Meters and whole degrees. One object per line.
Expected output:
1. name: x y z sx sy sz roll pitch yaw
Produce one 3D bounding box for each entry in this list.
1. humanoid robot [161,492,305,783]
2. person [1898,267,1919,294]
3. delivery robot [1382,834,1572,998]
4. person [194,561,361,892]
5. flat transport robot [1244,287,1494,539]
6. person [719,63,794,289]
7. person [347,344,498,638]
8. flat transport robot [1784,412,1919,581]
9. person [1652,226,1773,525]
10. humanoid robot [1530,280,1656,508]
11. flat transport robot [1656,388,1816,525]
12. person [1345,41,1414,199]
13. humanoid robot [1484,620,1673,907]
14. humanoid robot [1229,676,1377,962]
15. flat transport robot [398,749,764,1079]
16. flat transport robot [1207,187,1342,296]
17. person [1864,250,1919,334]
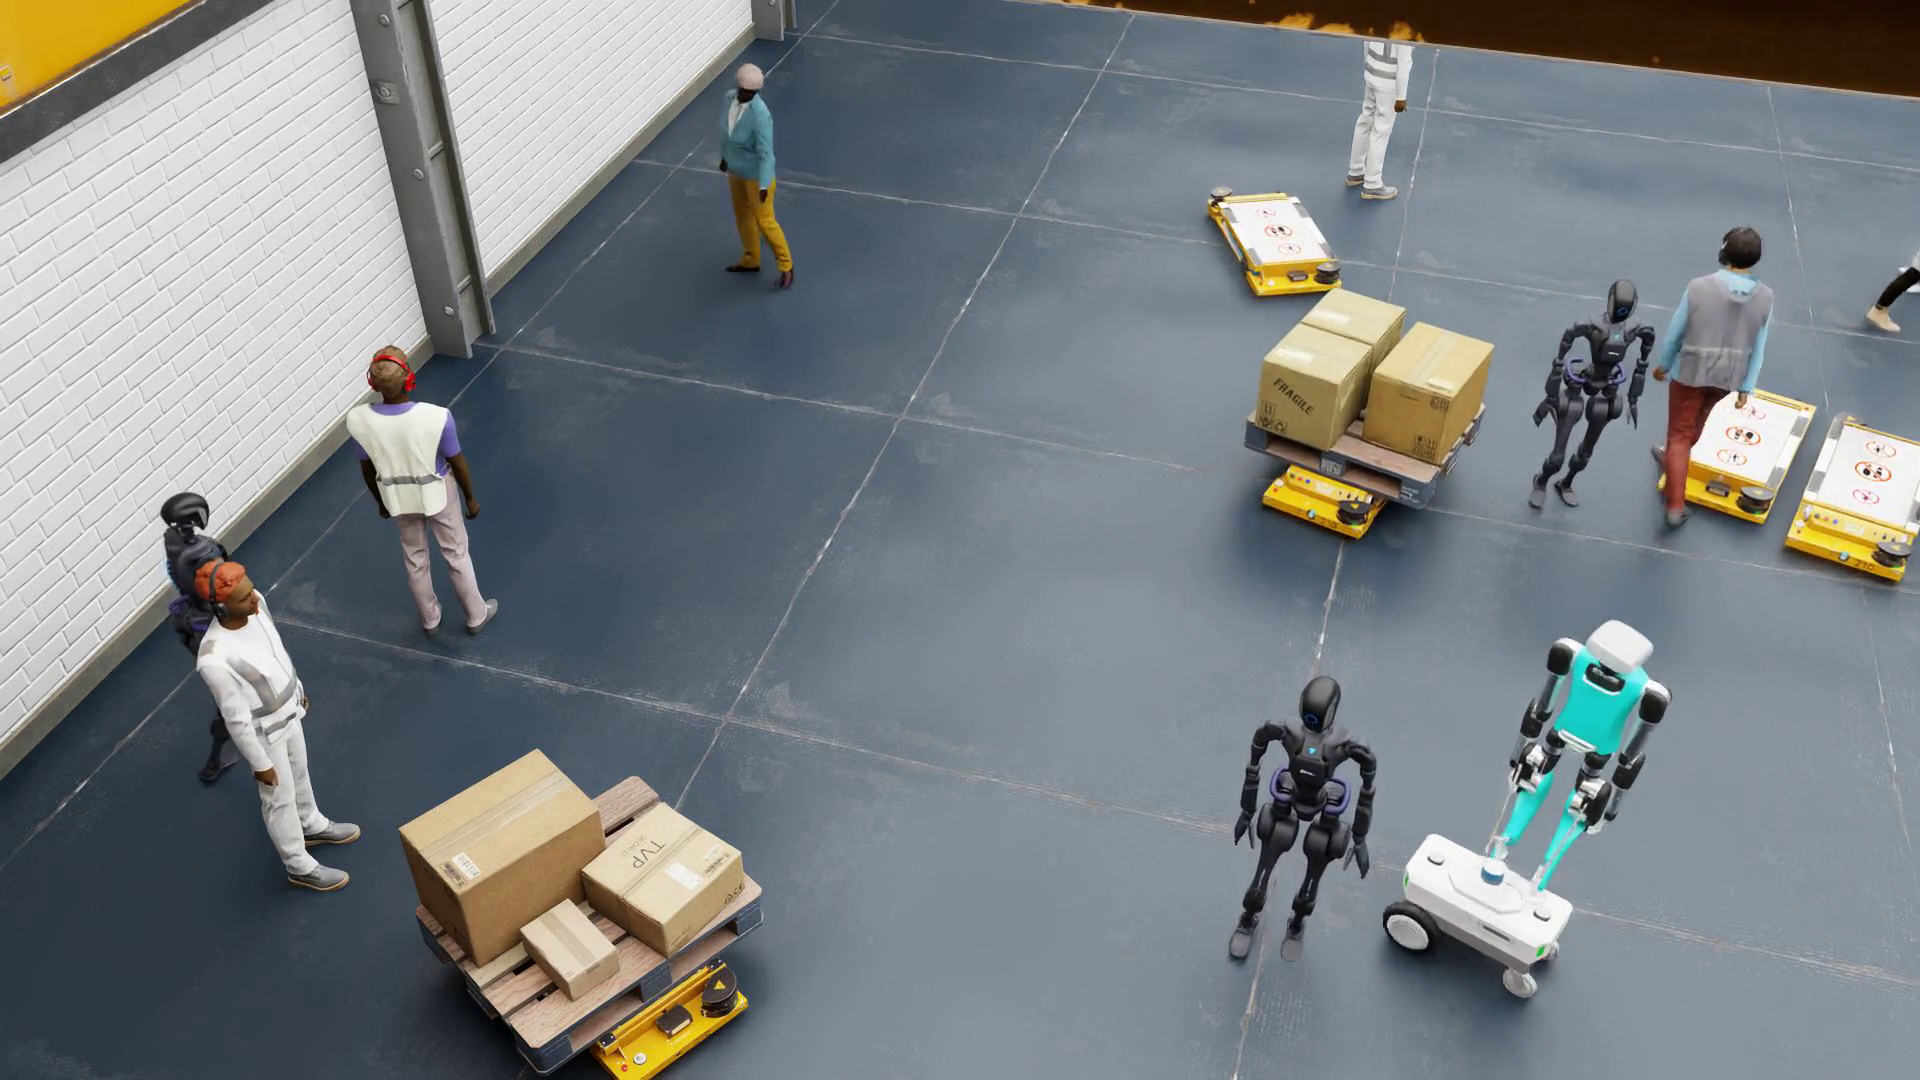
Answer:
1. humanoid robot: -3.729 0.444 8.359 0.589 1.622 0.755 24 45 27
2. person: 7.240 -2.572 12.116 0.313 1.630 0.516 18 42 21
3. delivery robot: 2.382 1.693 7.685 0.796 0.613 0.499 26 46 29
4. person: -3.164 0.848 7.663 0.356 1.882 0.571 -2 39 -2
5. flat transport robot: 2.557 -0.545 10.683 0.659 0.231 1.431 23 44 26
6. person: -1.513 -2.673 12.166 0.378 1.734 0.649 -29 47 -31
7. person: -2.913 -0.217 9.012 0.564 1.849 0.390 -1 39 -1
8. flat transport robot: 5.654 -0.297 10.373 0.659 0.231 1.431 22 44 25
9. person: 4.489 -0.991 9.997 0.530 1.834 0.871 2 39 2
10. humanoid robot: 3.784 -0.872 9.980 0.610 1.638 0.428 2 39 3
11. flat transport robot: 5.061 -0.630 10.788 0.659 0.231 1.431 23 44 25
12. person: 3.394 -3.652 13.258 0.337 1.884 0.581 -10 40 -13
13. humanoid robot: 2.607 1.179 7.357 0.549 1.778 0.690 29 47 31
14. humanoid robot: 1.507 1.275 7.293 0.613 1.656 0.416 13 41 15
15. flat transport robot: -1.679 1.866 7.684 0.659 0.231 1.431 -31 48 -32
16. flat transport robot: 2.426 -2.338 12.913 0.659 0.231 1.431 -5 39 -7
17. person: 6.958 -2.091 11.500 0.546 1.649 0.886 -32 48 -33
